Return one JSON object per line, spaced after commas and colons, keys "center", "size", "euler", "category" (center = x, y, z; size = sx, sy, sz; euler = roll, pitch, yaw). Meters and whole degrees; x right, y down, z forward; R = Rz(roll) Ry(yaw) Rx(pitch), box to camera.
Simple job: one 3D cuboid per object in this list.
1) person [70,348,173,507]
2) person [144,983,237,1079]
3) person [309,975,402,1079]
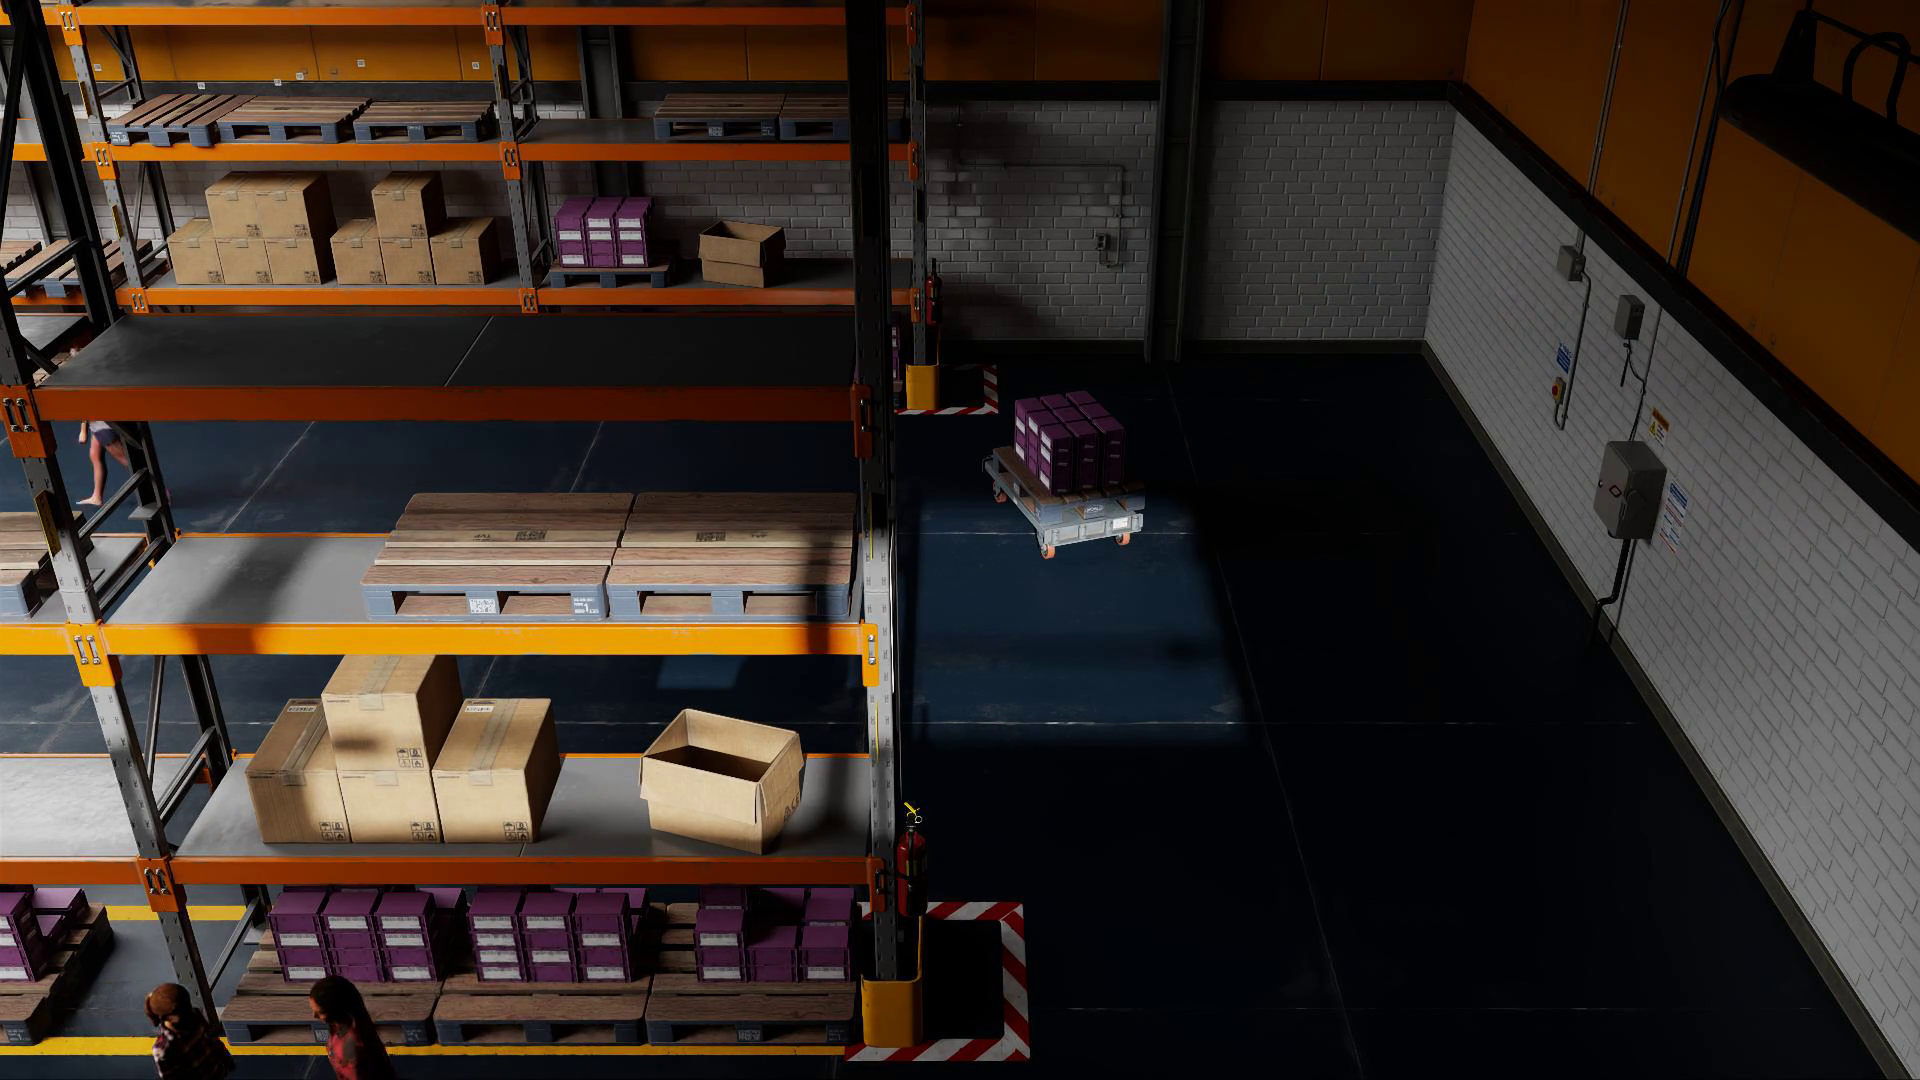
{"center": [-7.683, -1.031, 15.142], "size": [1.136, 1.685, 0.775], "euler": [-6, 29, -10], "category": "person"}
{"center": [-3.978, 2.781, 8.557], "size": [0.536, 1.298, 0.539], "euler": [2, 29, 3], "category": "person"}
{"center": [-2.813, 2.750, 8.247], "size": [1.194, 1.649, 1.035], "euler": [-17, 33, -28], "category": "person"}
